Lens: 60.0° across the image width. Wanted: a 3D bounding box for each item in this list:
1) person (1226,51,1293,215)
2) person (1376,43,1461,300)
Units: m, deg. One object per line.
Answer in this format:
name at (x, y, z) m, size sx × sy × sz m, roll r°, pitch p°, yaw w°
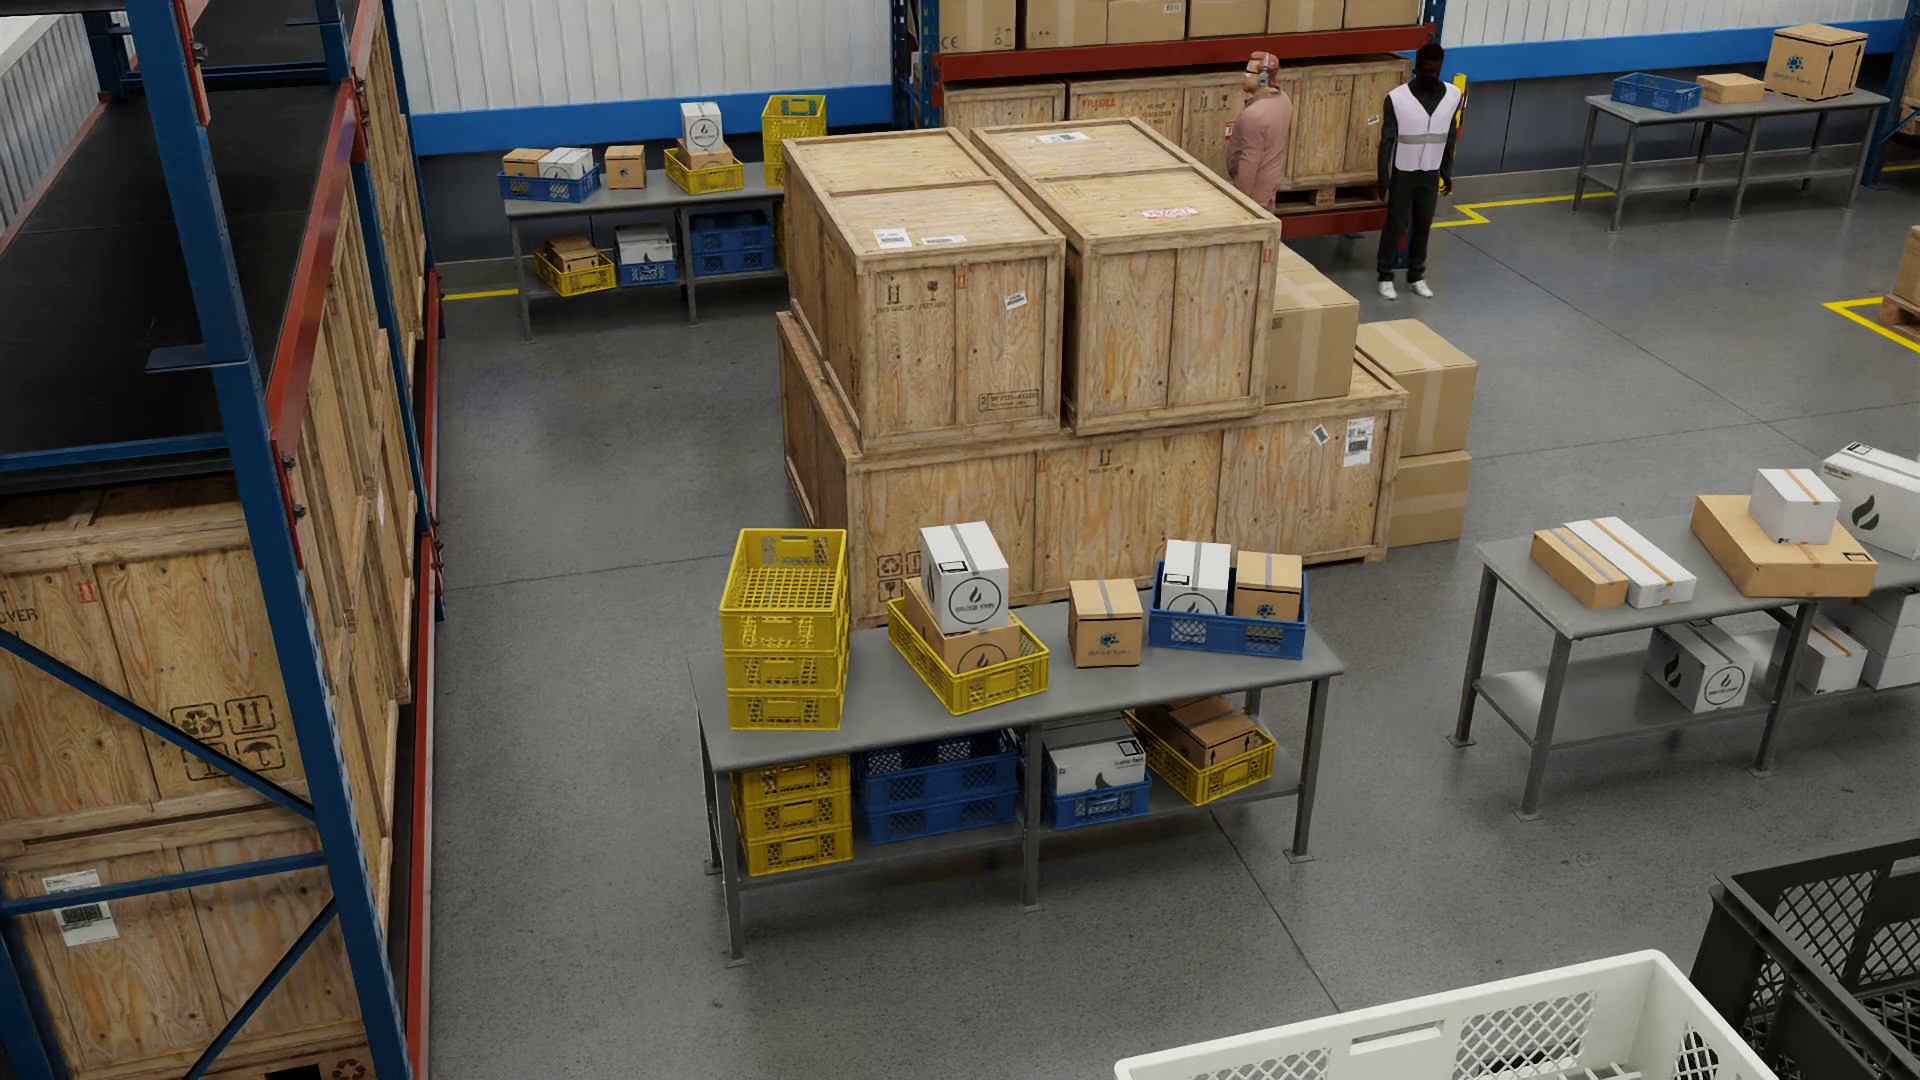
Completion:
person at (2.118, -2.574, 12.078) m, size 0.409 × 1.907 × 0.651 m, roll 15°, pitch 32°, yaw 26°
person at (3.376, -2.742, 12.385) m, size 0.598 × 1.908 × 0.397 m, roll -6°, pitch 29°, yaw -11°
